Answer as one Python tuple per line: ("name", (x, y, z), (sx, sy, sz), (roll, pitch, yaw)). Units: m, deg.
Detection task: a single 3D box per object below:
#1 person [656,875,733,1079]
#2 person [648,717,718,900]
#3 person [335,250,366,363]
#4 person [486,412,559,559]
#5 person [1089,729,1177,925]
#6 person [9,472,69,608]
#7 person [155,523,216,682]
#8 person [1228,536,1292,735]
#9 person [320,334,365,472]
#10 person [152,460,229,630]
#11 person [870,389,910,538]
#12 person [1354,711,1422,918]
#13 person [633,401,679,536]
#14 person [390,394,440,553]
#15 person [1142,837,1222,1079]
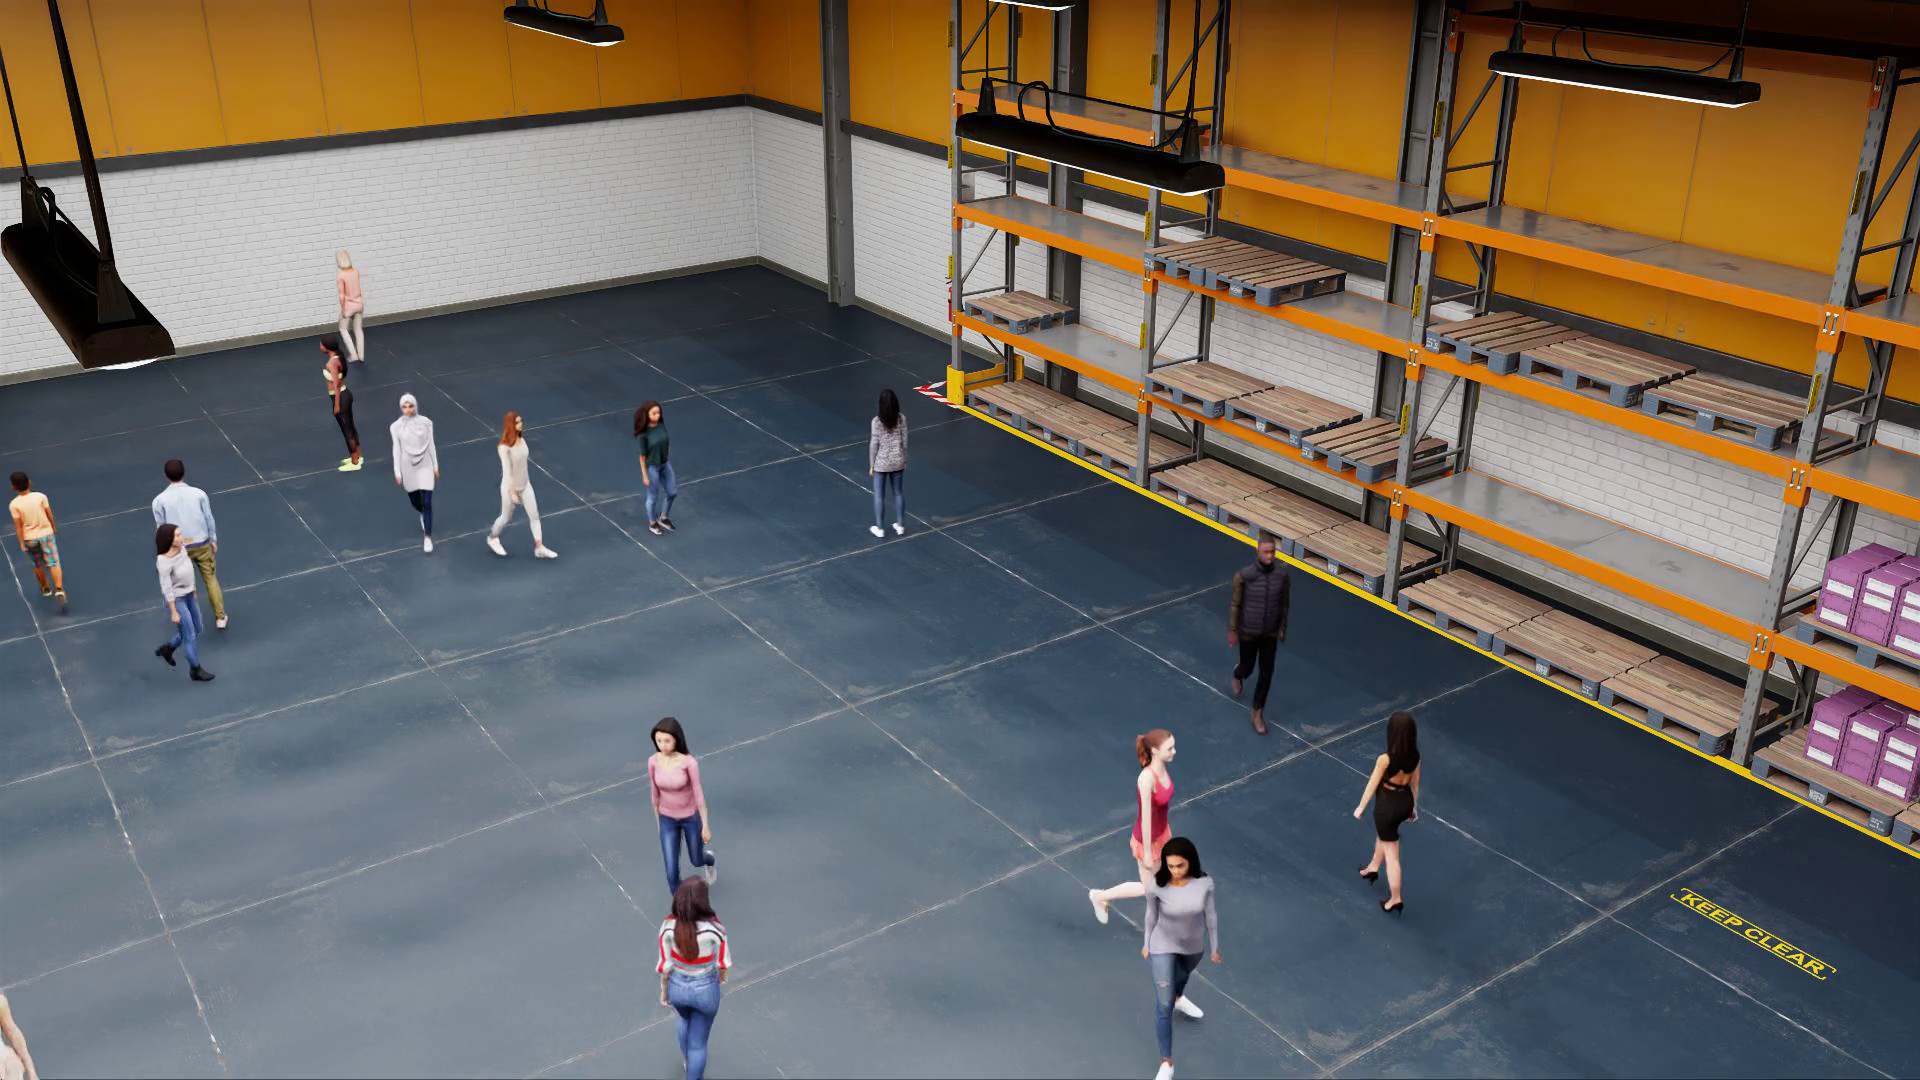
("person", (-1.692, 2.888, 10.438), (0.830, 1.589, 0.892), (3, 24, 6))
("person", (-2.012, 2.031, 12.239), (1.053, 1.717, 1.101), (3, 24, 6))
("person", (-9.049, -3.489, 24.864), (0.724, 1.719, 0.709), (12, 26, 25))
("person", (-4.954, -0.582, 18.252), (1.165, 1.689, 0.956), (11, 26, 23))
("person", (1.305, 2.133, 11.981), (1.004, 1.738, 0.825), (11, 26, 23))
("person", (-9.529, 0.003, 17.230), (0.525, 1.435, 0.945), (-15, 28, -31))
("person", (-7.407, 0.603, 15.633), (0.910, 1.615, 0.871), (1, 24, 3))
("person", (2.660, 0.793, 14.945), (0.985, 1.818, 1.137), (-3, 24, -8))
("person", (-7.723, -1.732, 20.801), (0.704, 1.754, 0.594), (-2, 24, -5))
("person", (-7.701, 0.060, 16.634), (0.684, 1.809, 0.566), (-14, 27, -29))
("person", (-0.809, -0.878, 18.877), (0.654, 1.731, 0.585), (-10, 26, -22))
("person", (3.248, 2.063, 12.273), (0.605, 1.631, 0.835), (-13, 27, -27))
("person", (-3.524, -0.838, 18.944), (0.715, 1.603, 0.682), (18, 29, 35))
("person", (-6.085, -0.795, 18.663), (0.874, 1.751, 1.160), (-6, 24, -14))
("person", (1.421, 2.622, 10.921), (1.008, 1.691, 1.228), (-6, 24, -14))
